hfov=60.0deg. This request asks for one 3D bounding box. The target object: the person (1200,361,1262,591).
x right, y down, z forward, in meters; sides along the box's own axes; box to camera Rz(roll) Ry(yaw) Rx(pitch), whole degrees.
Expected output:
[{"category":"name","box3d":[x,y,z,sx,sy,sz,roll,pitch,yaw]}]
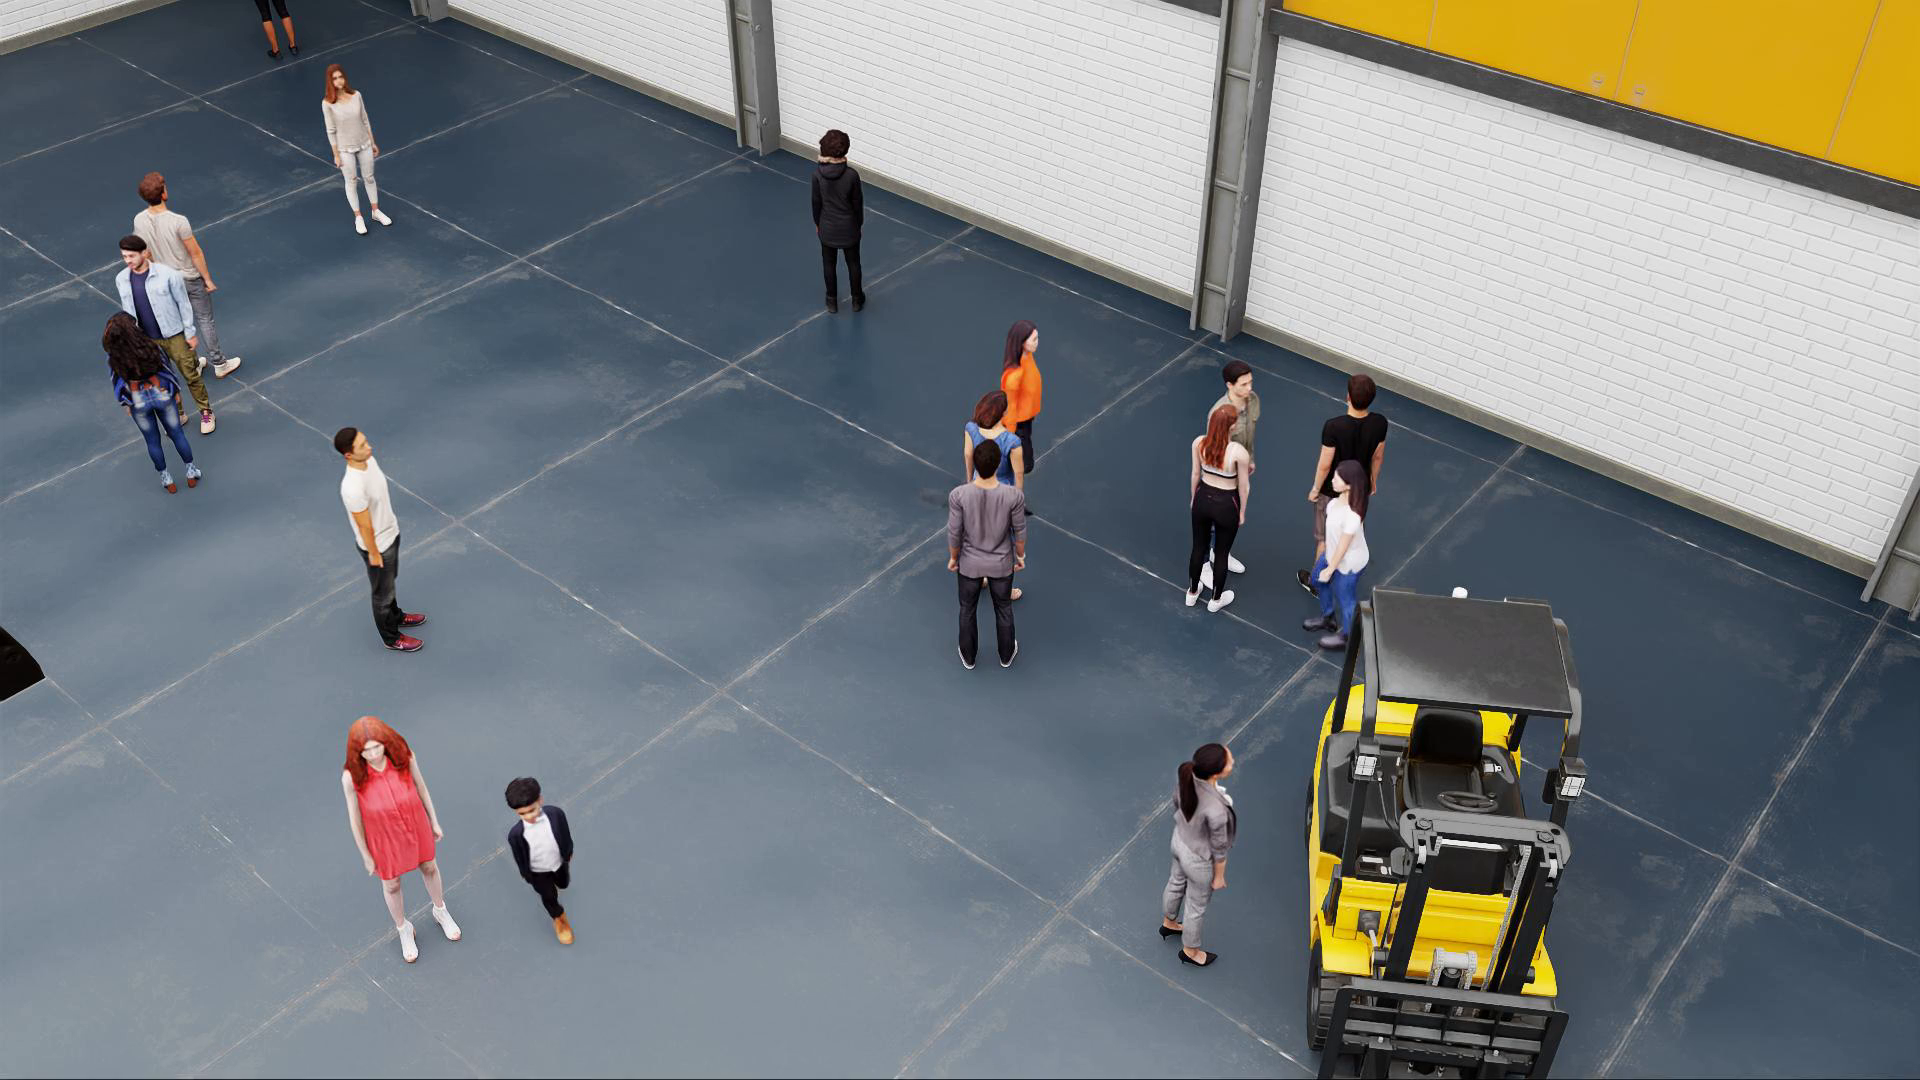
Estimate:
[{"category":"person","box3d":[1.937,-0.503,12.106,0.585,1.865,0.718,31,48,33]}]

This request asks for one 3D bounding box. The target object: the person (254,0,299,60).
[{"category":"person","box3d":[-8.322,-6.662,19.913,0.644,1.747,0.584,-28,46,-30]}]

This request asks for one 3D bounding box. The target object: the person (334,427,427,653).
[{"category":"person","box3d":[-4.065,-0.025,11.557,0.767,1.804,0.699,-4,39,-5]}]

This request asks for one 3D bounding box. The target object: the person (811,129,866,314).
[{"category":"person","box3d":[-1.101,-2.889,15.163,0.711,1.779,0.786,0,39,0]}]

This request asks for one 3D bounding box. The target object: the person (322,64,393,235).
[{"category":"person","box3d":[-6.017,-3.903,16.487,0.645,1.711,0.589,-28,46,-31]}]

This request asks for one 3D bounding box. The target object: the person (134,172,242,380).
[{"category":"person","box3d":[-6.693,-2.251,14.270,0.697,1.895,0.801,2,39,3]}]

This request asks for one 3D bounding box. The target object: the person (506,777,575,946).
[{"category":"person","box3d":[-2.453,1.814,9.729,0.635,1.212,0.802,-23,44,-26]}]

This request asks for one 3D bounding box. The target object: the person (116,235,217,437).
[{"category":"person","box3d":[-6.518,-1.678,13.622,0.745,1.810,0.812,-2,39,-3]}]

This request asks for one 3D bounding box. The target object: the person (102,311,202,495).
[{"category":"person","box3d":[-6.340,-1.089,13.039,0.694,1.618,0.684,-17,42,-20]}]

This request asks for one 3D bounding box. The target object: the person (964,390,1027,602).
[{"category":"person","box3d":[0.248,-0.303,11.903,0.548,1.806,0.756,21,43,24]}]

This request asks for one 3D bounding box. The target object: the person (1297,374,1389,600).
[{"category":"person","box3d":[2.763,-0.378,11.953,0.763,1.861,0.792,-8,39,-10]}]

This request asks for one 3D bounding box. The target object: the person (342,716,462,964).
[{"category":"person","box3d":[-3.172,1.672,9.413,0.655,1.827,0.594,-23,44,-26]}]

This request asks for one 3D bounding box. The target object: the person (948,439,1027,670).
[{"category":"person","box3d":[0.175,0.114,11.345,0.707,1.851,0.794,0,39,0]}]

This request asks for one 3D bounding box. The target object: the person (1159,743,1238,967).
[{"category":"person","box3d":[1.336,1.767,9.415,0.773,1.677,0.660,-16,41,-19]}]

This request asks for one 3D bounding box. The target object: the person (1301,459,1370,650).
[{"category":"person","box3d":[2.736,0.147,11.454,0.789,1.663,0.747,7,39,8]}]

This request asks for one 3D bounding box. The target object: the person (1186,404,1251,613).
[{"category":"person","box3d":[1.821,-0.226,11.859,0.512,1.741,0.678,20,43,23]}]
